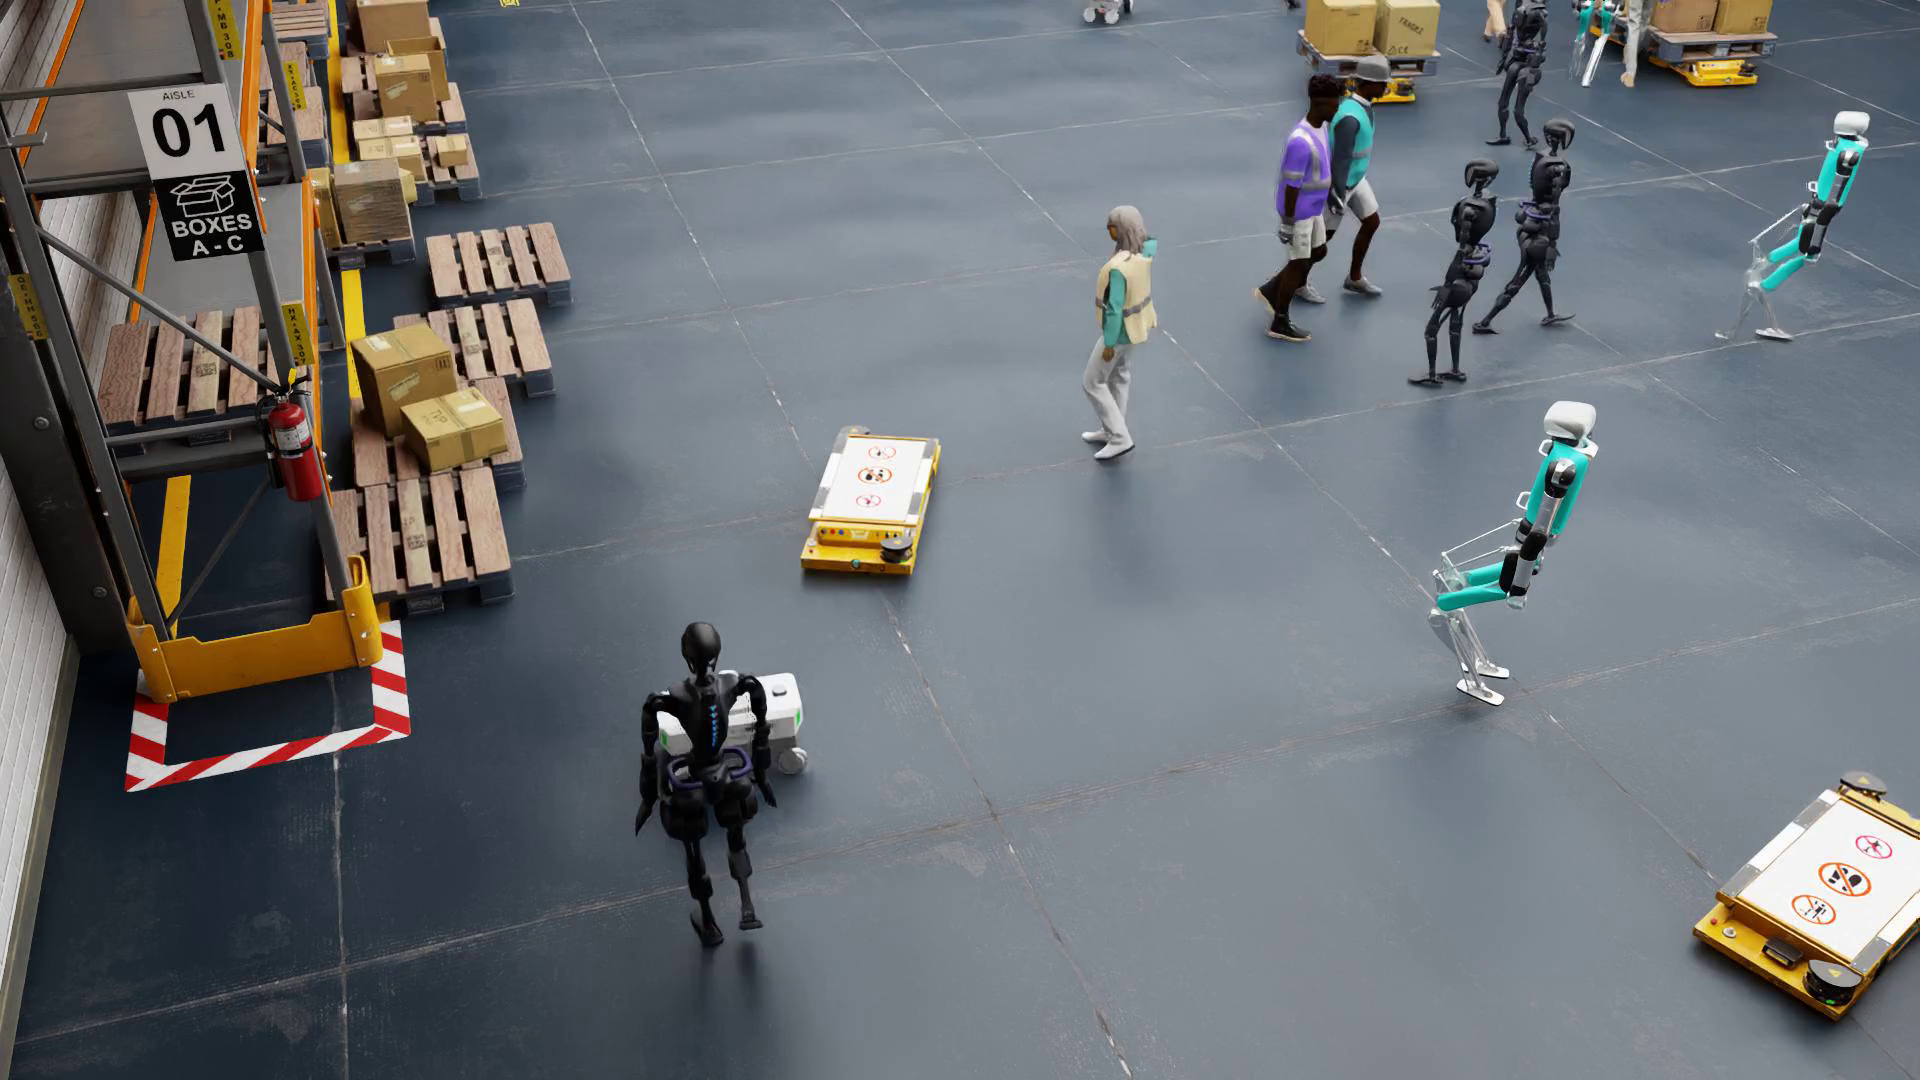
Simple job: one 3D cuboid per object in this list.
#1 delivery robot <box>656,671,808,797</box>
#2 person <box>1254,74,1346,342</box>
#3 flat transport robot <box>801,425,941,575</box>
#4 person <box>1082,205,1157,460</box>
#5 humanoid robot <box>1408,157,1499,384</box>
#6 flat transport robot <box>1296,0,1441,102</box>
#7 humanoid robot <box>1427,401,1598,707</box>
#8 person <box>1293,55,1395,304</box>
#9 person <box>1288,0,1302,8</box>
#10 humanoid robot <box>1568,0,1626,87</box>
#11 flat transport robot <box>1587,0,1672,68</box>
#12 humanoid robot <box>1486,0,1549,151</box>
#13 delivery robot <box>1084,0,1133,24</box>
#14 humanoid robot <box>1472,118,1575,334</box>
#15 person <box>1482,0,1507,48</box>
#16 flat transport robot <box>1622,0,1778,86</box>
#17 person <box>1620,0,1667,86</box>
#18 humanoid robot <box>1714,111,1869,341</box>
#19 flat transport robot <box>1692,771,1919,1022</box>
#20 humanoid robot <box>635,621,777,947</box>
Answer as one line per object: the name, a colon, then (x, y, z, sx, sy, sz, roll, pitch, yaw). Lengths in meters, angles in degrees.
delivery robot: (-1.159, 0.915, 8.198, 0.784, 0.599, 0.499, -8, 34, -12)
person: (2.461, -2.418, 12.034, 0.492, 1.940, 0.621, 12, 35, 18)
flat transport robot: (-0.527, -0.265, 10.264, 0.659, 0.231, 1.431, 4, 33, 5)
person: (1.006, -1.304, 10.546, 0.445, 1.699, 0.494, 16, 36, 23)
humanoid robot: (3.412, -1.840, 11.386, 0.377, 1.648, 0.583, 15, 36, 21)
flat transport robot: (4.194, -4.855, 17.305, 0.659, 0.231, 1.431, -3, 33, -5)
humanoid robot: (2.680, 0.031, 8.345, 0.735, 1.677, 0.533, 16, 36, 23)
person: (2.965, -2.684, 12.485, 0.813, 1.901, 0.617, 16, 36, 22)
person: (4.284, -7.118, 19.375, 0.912, 1.804, 0.573, -18, 37, -25)
humanoid robot: (6.505, -5.458, 16.988, 0.556, 1.894, 0.682, 12, 35, 18)
flat transport robot: (7.633, -5.493, 18.284, 0.659, 0.231, 1.431, -8, 34, -12)
humanoid robot: (5.231, -4.407, 15.364, 0.434, 1.672, 0.583, -10, 34, -15)
delivery robot: (1.715, -6.345, 19.320, 0.521, 0.585, 0.757, 8, 34, 12)
humanoid robot: (4.229, -2.251, 12.063, 0.792, 1.620, 0.589, 1, 33, 2)
person: (5.932, -6.200, 18.108, 0.469, 1.639, 0.705, 3, 33, 4)
flat transport robot: (7.845, -5.165, 17.780, 0.659, 0.231, 1.431, -5, 33, -7)
person: (7.065, -5.723, 17.206, 0.470, 1.822, 0.962, 5, 33, 7)
humanoid robot: (5.884, -2.181, 11.957, 0.772, 1.890, 0.552, 13, 35, 19)
flat transport robot: (3.972, 1.559, 7.468, 1.431, 0.231, 0.659, -25, 41, -33)
humanoid robot: (-1.047, 1.072, 6.926, 0.608, 1.649, 0.423, -15, 36, -21)
